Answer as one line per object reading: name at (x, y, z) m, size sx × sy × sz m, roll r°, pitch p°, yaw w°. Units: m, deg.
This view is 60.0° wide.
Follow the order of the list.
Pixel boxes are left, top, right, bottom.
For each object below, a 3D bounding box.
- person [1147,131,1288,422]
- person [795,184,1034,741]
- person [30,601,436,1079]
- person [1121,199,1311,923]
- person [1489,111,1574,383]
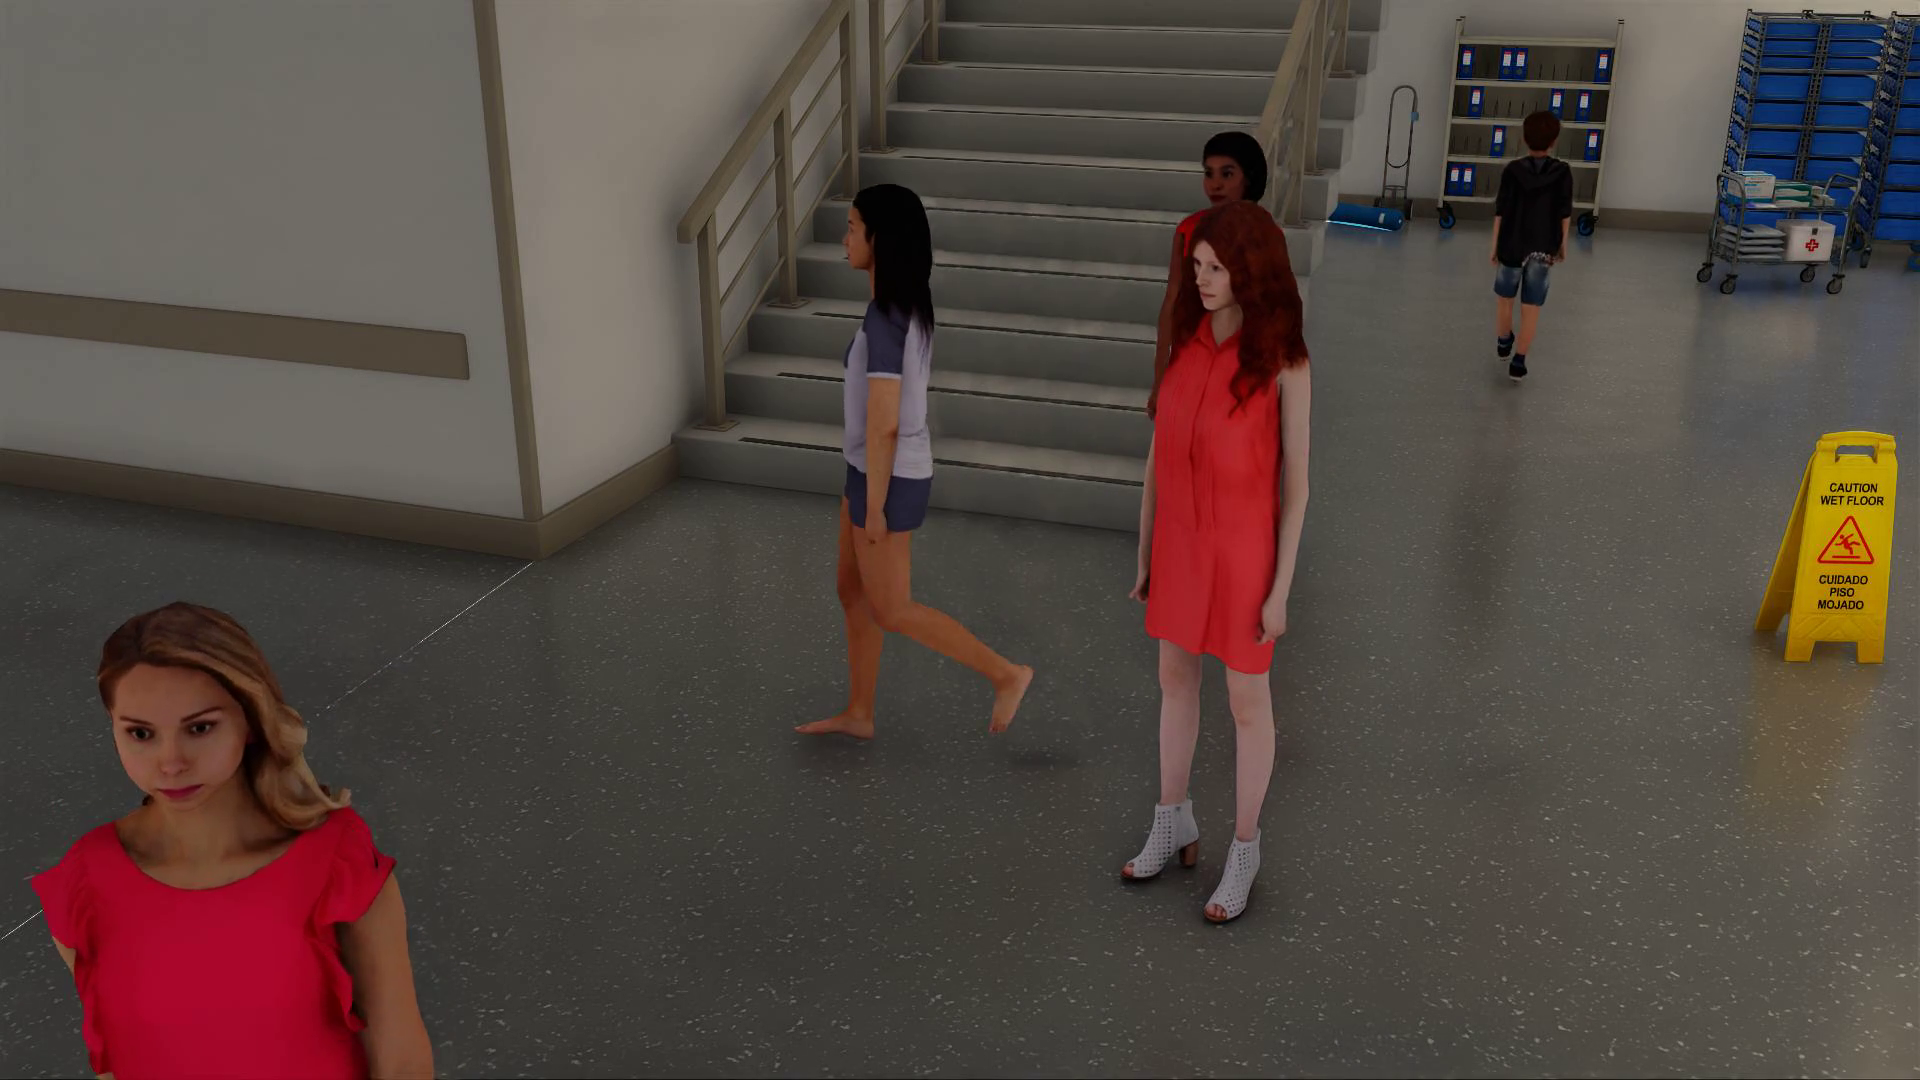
person at (0.979, -0.578, 5.954) m, size 0.662 × 1.730 × 0.732 m, roll 15°, pitch 25°, yaw 34°
person at (-0.134, -0.154, 4.859) m, size 0.839 × 1.714 × 0.973 m, roll 1°, pitch 21°, yaw 3°
person at (-0.901, 0.841, 2.268) m, size 0.949 × 1.688 × 1.106 m, roll -5°, pitch 21°, yaw -13°
person at (0.641, 0.069, 4.111) m, size 0.658 × 1.826 × 0.670 m, roll -19°, pitch 28°, yaw -41°
person at (3.055, -1.549, 8.967) m, size 0.552 × 1.412 × 0.921 m, roll 8°, pitch 22°, yaw 20°
